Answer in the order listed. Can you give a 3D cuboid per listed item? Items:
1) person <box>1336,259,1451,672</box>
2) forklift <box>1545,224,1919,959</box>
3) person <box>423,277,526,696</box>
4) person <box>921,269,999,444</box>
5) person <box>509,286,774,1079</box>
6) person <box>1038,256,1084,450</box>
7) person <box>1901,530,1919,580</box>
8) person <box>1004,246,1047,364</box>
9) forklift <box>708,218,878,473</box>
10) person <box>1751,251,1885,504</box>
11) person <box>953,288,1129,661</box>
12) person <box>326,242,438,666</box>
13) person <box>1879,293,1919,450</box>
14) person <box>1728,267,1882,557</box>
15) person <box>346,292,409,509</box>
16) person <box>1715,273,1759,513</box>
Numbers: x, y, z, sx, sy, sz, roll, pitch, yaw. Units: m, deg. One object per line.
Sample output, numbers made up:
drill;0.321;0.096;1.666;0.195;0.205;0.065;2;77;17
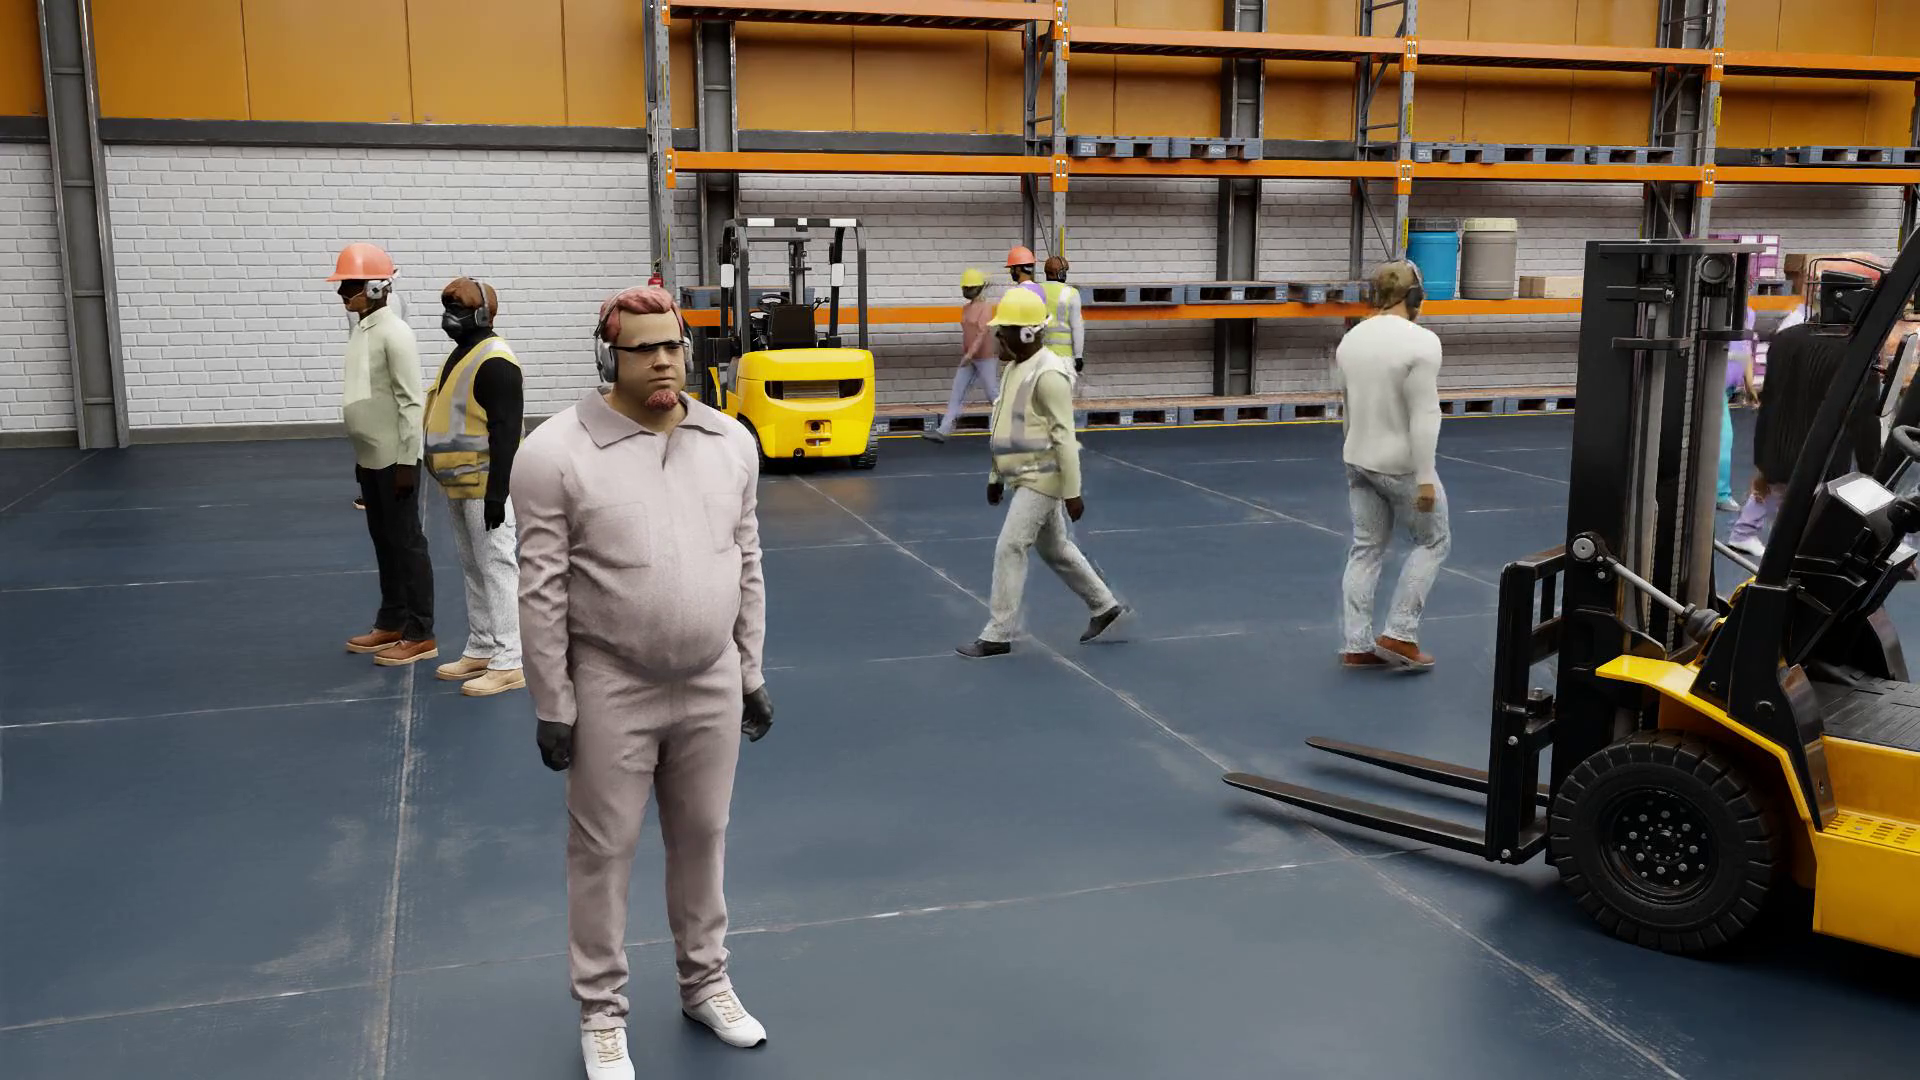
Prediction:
person;2.015;-0.329;7.700;0.534;1.918;0.646;-5;12;-28
forklift;2.909;0.117;4.508;2.313;2.155;1.214;9;14;40
person;-2.157;-0.238;7.416;0.429;1.847;0.621;-7;12;-33
person;0.127;-1.768;16.191;0.938;1.713;0.530;-7;13;-34
person;-0.733;0.350;4.025;0.641;1.908;0.407;-8;13;-36
person;0.907;-1.766;15.800;0.636;1.842;0.429;7;12;33
person;5.902;-0.675;9.704;0.954;1.905;0.643;-2;10;-10
person;0.571;-1.729;15.345;0.377;1.932;0.552;6;12;29
forklift;-1.522;-1.778;14.899;1.214;2.155;2.313;-3;11;-17
person;3.842;-0.303;7.471;0.448;1.961;0.625;-2;10;-9
person;0.427;-0.322;8.053;0.905;1.793;0.609;-2;11;-13
person;-2.749;-0.403;7.904;0.395;1.993;0.614;-8;13;-38
person;7.926;-1.306;13.904;0.729;1.613;0.515;-6;12;-32
person;5.279;-0.749;10.231;1.040;1.844;0.645;10;14;43
person;-4.357;-1.214;12.435;0.361;1.963;0.613;3;11;18
person;5.659;-1.138;12.512;0.608;1.801;0.813;-9;13;-39
